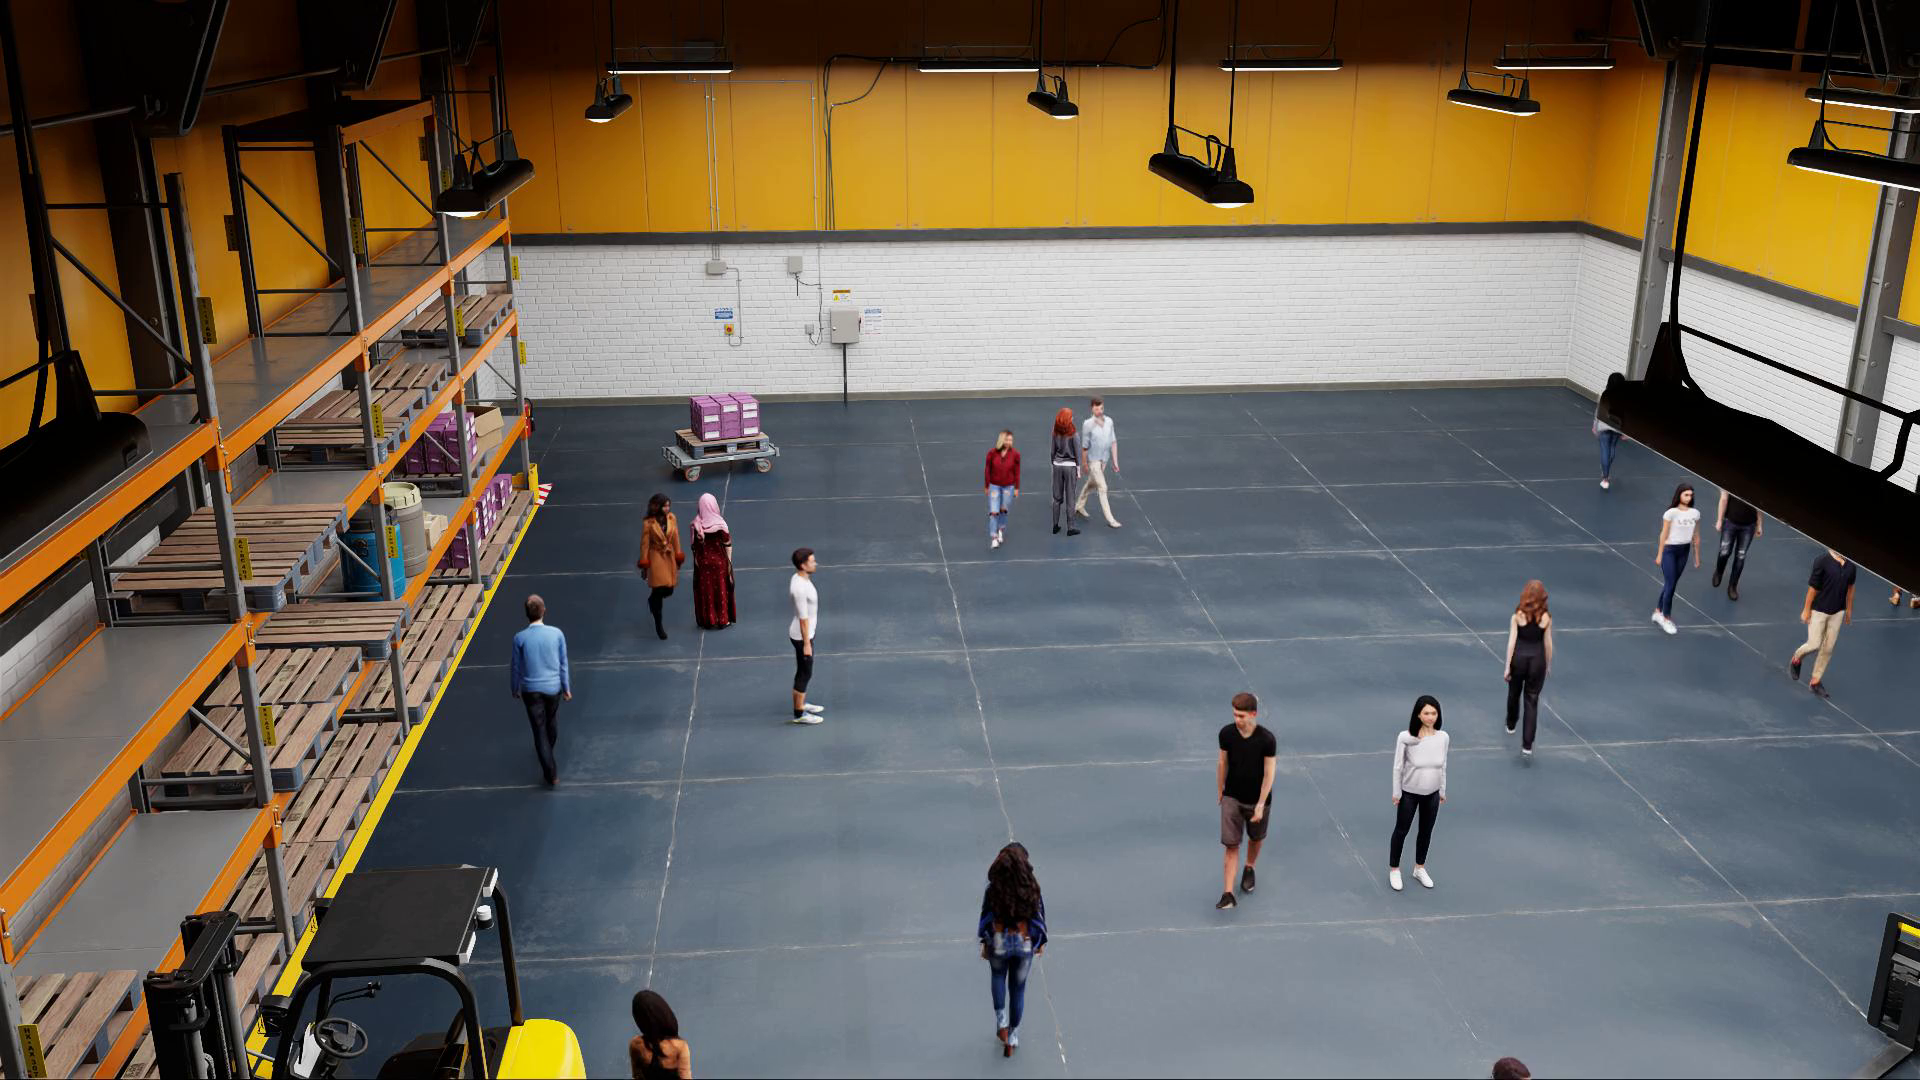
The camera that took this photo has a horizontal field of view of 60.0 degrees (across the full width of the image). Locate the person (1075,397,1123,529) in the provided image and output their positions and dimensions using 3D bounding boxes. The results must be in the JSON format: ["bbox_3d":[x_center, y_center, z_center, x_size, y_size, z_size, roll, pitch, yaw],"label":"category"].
[{"bbox_3d":[1.857,-1.098,23.097,1.088,1.789,1.310,-13,23,-34],"label":"person"}]

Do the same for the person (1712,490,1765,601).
[{"bbox_3d":[9.546,-0.233,20.380,0.825,1.883,0.909,5,19,15],"label":"person"}]

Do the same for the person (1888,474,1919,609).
[{"bbox_3d":[11.537,-0.007,20.019,0.649,1.685,0.679,13,23,35],"label":"person"}]

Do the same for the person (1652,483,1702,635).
[{"bbox_3d":[8.277,0.168,19.390,0.665,1.755,0.868,-5,19,-13],"label":"person"}]

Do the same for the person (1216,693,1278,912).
[{"bbox_3d":[2.388,2.077,13.632,0.994,1.812,1.235,7,20,21],"label":"person"}]

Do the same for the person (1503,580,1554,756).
[{"bbox_3d":[5.538,1.270,16.196,0.846,1.705,1.230,4,19,12],"label":"person"}]

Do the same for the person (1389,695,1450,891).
[{"bbox_3d":[3.808,2.078,13.804,0.621,1.700,0.563,-3,19,-8],"label":"person"}]

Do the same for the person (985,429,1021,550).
[{"bbox_3d":[0.553,-0.708,22.245,0.613,1.593,0.958,-1,19,-2],"label":"person"}]

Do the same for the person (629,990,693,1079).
[{"bbox_3d":[-1.779,3.462,9.845,0.698,1.604,1.084,2,19,7],"label":"person"}]

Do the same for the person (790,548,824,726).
[{"bbox_3d":[-1.593,0.960,16.894,0.707,1.847,0.468,-1,19,-4],"label":"person"}]

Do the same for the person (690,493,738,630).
[{"bbox_3d":[-2.889,0.244,19.349,0.701,1.636,0.658,2,19,6],"label":"person"}]

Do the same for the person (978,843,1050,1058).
[{"bbox_3d":[0.349,2.875,11.578,0.692,1.610,0.667,2,19,5],"label":"person"}]

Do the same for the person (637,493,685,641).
[{"bbox_3d":[-3.484,0.264,19.180,0.980,1.707,1.064,-9,20,-24],"label":"person"}]

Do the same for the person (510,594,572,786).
[{"bbox_3d":[-3.922,1.431,15.619,0.922,1.767,1.242,-8,20,-21],"label":"person"}]

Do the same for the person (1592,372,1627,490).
[{"bbox_3d":[9.679,-1.591,24.726,0.781,1.683,1.193,2,19,6],"label":"person"}]

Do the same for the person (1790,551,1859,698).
[{"bbox_3d":[9.111,0.724,17.594,0.661,1.847,0.757,-1,19,-3],"label":"person"}]

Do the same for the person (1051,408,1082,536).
[{"bbox_3d":[1.429,-0.939,22.638,0.654,1.780,0.677,10,21,28],"label":"person"}]
